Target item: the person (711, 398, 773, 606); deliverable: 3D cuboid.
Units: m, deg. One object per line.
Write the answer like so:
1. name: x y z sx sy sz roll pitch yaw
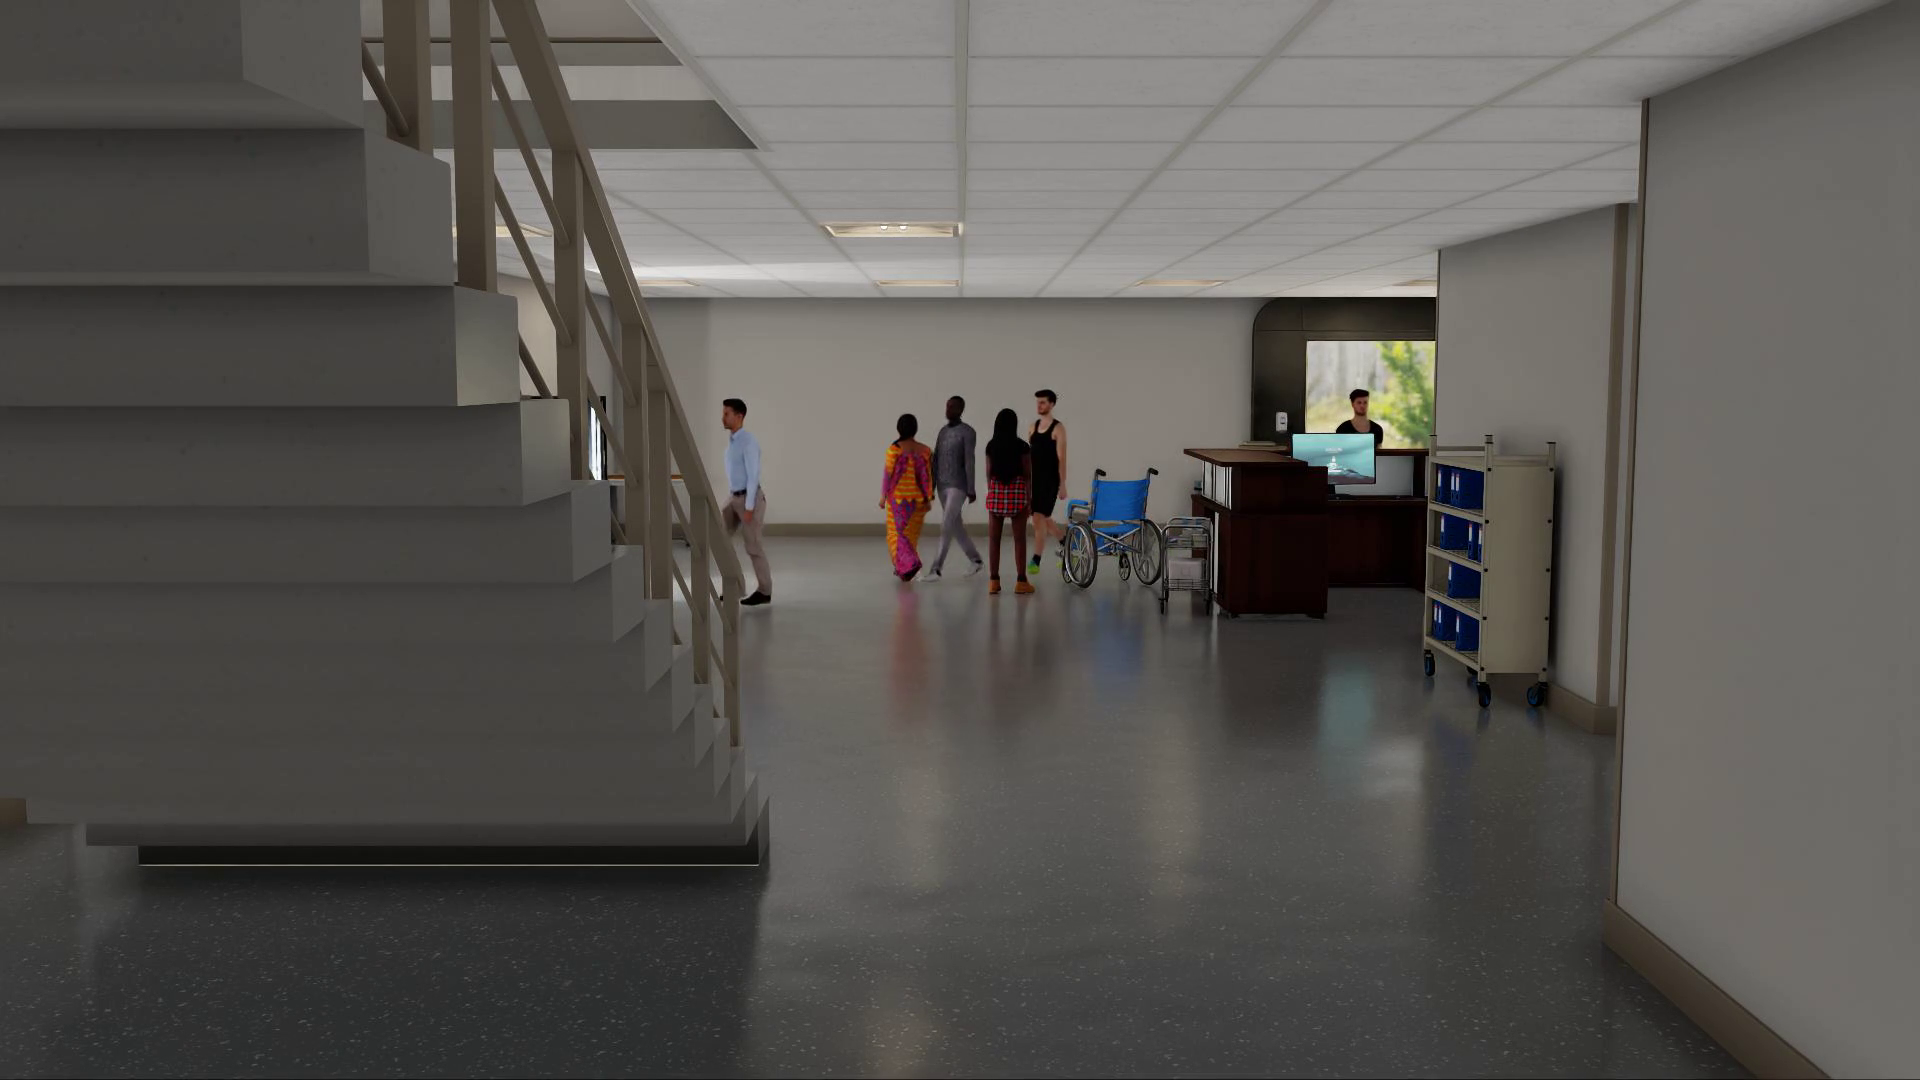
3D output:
1. person: -1.822 -0.309 14.564 0.914 1.805 0.857 -4 7 -38

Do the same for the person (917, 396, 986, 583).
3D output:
1. person: 0.011 -0.481 16.288 1.196 1.801 1.217 -4 7 -36

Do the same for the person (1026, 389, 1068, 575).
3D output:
1. person: 0.912 -0.586 17.021 1.190 1.863 1.180 -5 7 -40

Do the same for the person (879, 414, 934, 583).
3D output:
1. person: -0.526 -0.417 16.251 0.939 1.683 1.110 -3 7 -30

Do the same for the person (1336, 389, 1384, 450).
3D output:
1. person: 3.945 -0.547 16.483 0.704 1.895 0.574 -1 6 -6

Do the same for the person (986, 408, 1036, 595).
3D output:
1. person: 0.450 -0.363 15.482 0.678 1.729 0.689 2 6 17
